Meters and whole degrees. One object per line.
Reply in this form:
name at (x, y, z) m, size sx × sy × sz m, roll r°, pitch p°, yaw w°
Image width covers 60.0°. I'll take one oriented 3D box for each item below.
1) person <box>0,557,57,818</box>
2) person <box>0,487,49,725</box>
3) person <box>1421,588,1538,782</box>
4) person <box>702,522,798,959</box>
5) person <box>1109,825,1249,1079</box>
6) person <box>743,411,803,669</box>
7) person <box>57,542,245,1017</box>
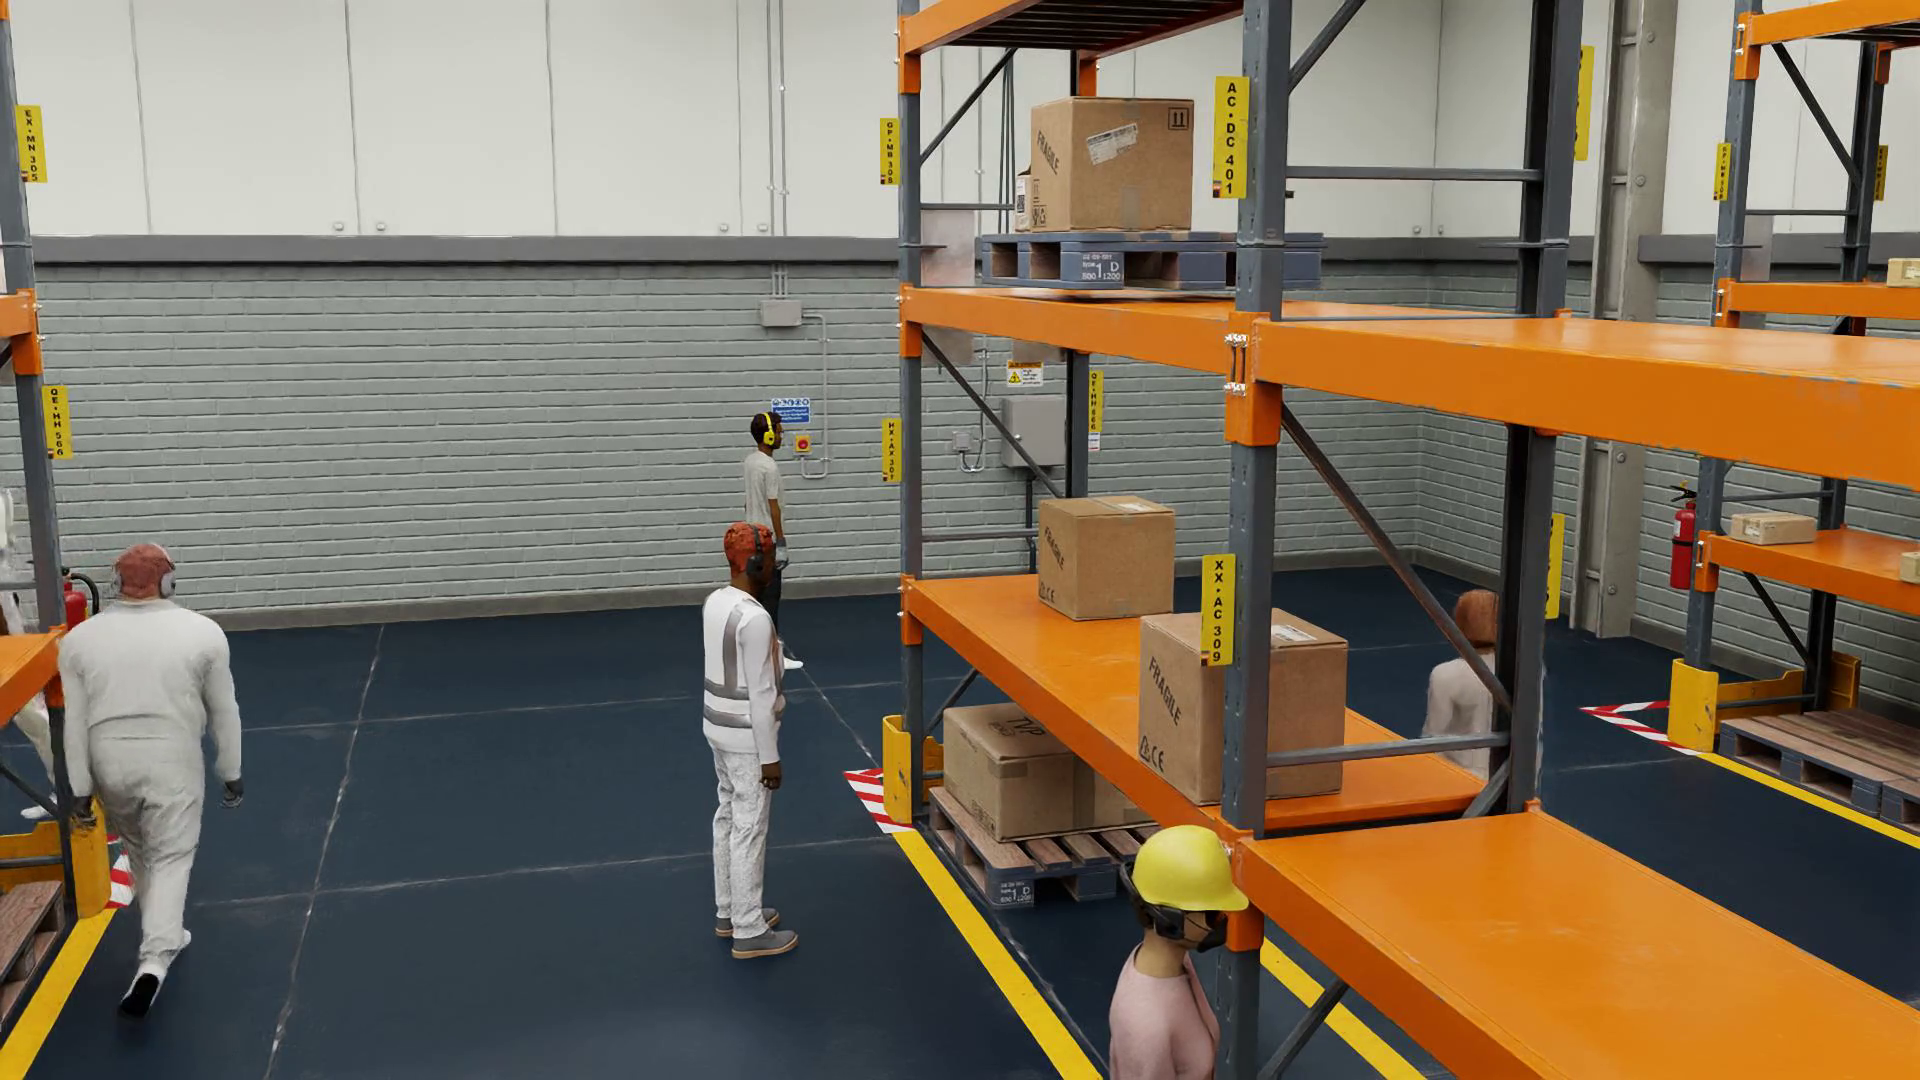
person at (-5.144, 0.624, 8.659) m, size 0.961 × 1.804 × 0.572 m, roll -4°, pitch 11°, yaw -24°
person at (-6.000, 0.307, 10.260) m, size 0.958 × 1.876 × 0.619 m, roll 5°, pitch 11°, yaw 26°
person at (2.176, 1.005, 7.015) m, size 0.524 × 1.619 × 0.352 m, roll -3°, pitch 10°, yaw -14°
person at (-0.921, 0.854, 7.175) m, size 0.359 × 1.880 × 0.575 m, roll -5°, pitch 11°, yaw -27°
person at (0.474, 1.501, 3.834) m, size 0.337 × 1.757 × 0.518 m, roll 3°, pitch 10°, yaw 15°
person at (-1.377, 0.006, 12.022) m, size 0.328 × 1.874 × 0.512 m, roll -6°, pitch 12°, yaw -31°
person at (-3.284, 0.952, 6.742) m, size 0.653 × 1.849 × 0.931 m, roll -2°, pitch 10°, yaw -10°
